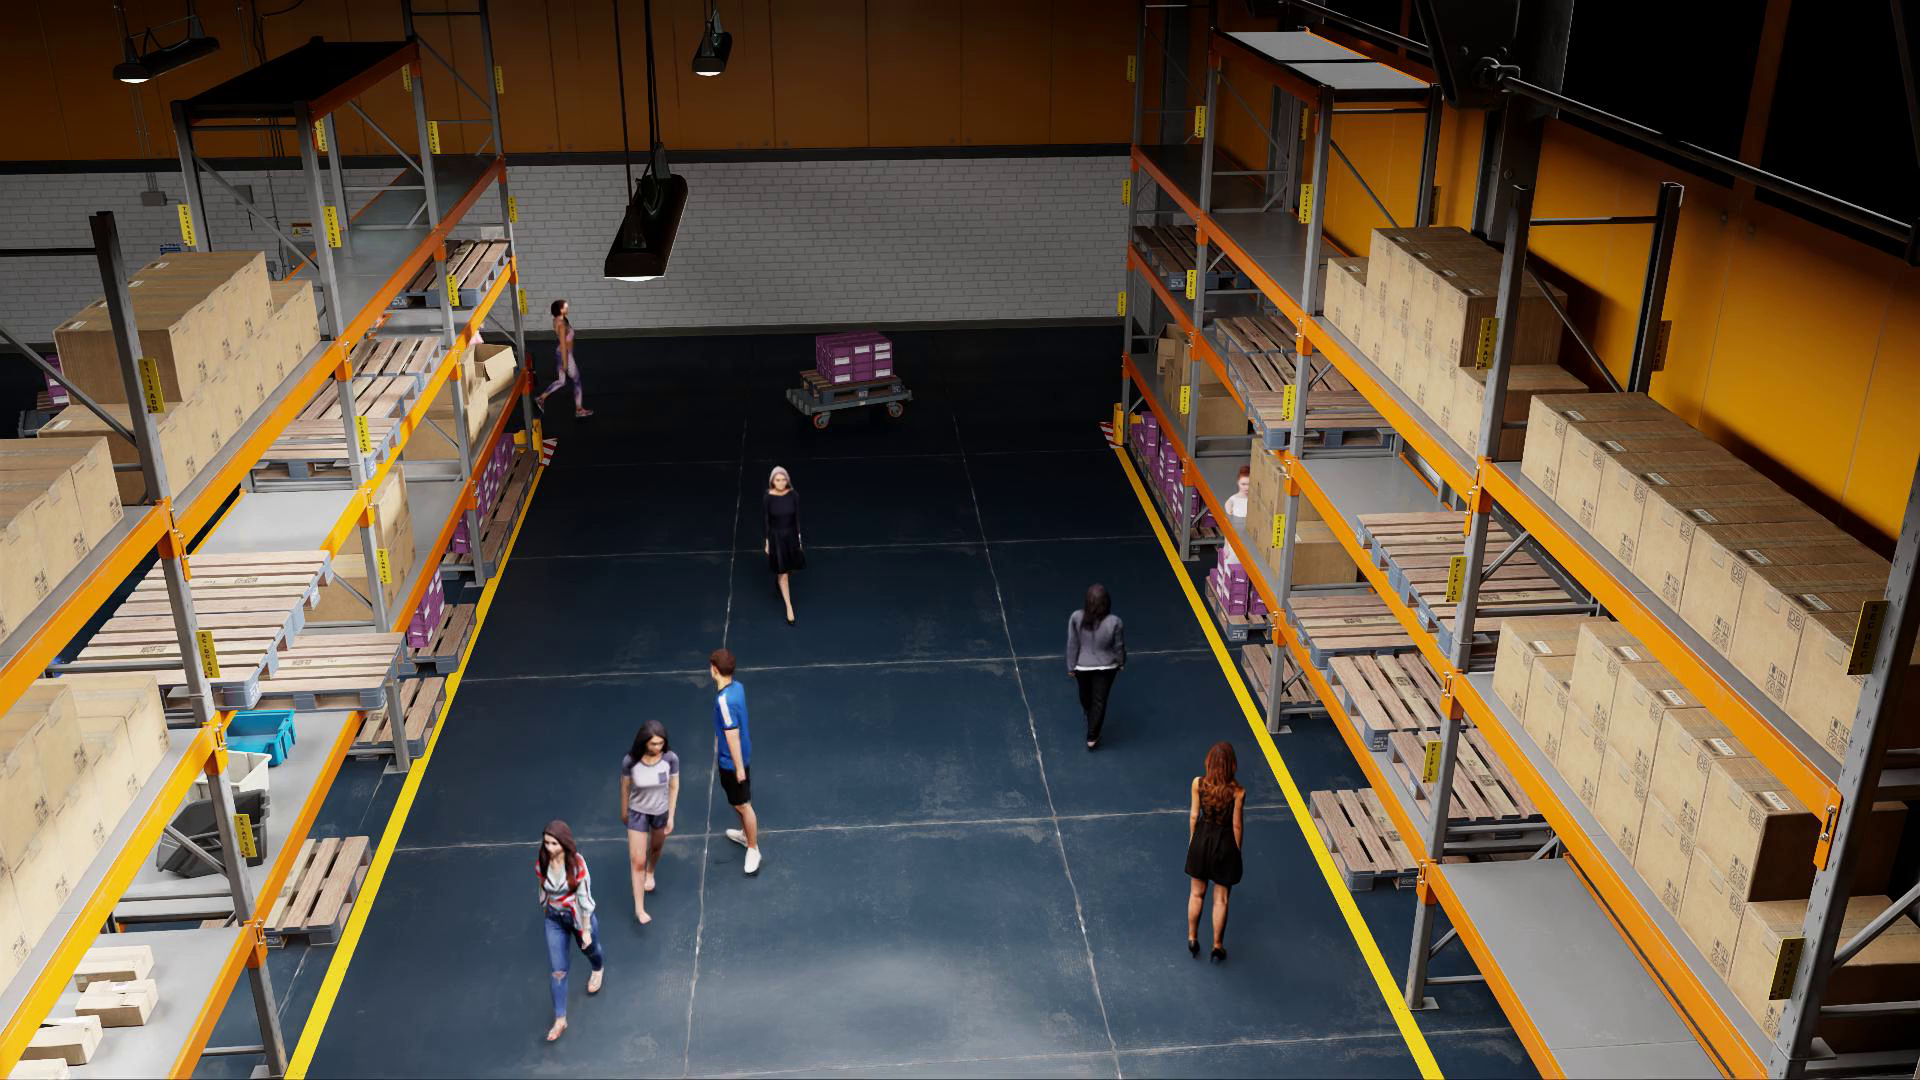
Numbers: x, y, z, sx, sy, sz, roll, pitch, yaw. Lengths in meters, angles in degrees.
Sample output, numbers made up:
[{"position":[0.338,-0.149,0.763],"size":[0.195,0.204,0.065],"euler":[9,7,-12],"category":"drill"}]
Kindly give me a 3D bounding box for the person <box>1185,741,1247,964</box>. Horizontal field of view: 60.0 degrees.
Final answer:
[{"position":[1.891,2.329,12.392],"size":[0.656,1.834,0.669],"euler":[10,25,21],"category":"person"}]

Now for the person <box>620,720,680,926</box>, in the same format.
[{"position":[-2.428,2.107,13.122],"size":[0.776,1.657,1.103],"euler":[-5,24,-11],"category":"person"}]

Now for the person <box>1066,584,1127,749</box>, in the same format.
[{"position":[1.232,1.184,15.353],"size":[0.885,1.562,1.064],"euler":[6,24,13],"category":"person"}]

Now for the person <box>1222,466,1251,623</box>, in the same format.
[{"position":[2.975,0.057,17.645],"size":[0.576,1.791,0.521],"euler":[-4,24,-9],"category":"person"}]

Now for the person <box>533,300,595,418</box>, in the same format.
[{"position":[-5.707,-2.557,23.679],"size":[0.932,1.747,1.069],"euler":[-13,27,-27],"category":"person"}]

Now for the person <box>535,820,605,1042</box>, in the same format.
[{"position":[-2.748,2.683,11.904],"size":[0.746,1.576,1.111],"euler":[3,24,8],"category":"person"}]

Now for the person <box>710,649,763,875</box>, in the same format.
[{"position":[-1.799,1.802,13.596],"size":[0.929,1.836,0.509],"euler":[-9,25,-19],"category":"person"}]

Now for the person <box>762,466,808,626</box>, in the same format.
[{"position":[-1.911,0.018,17.813],"size":[0.748,1.727,1.017],"euler":[-8,25,-18],"category":"person"}]
